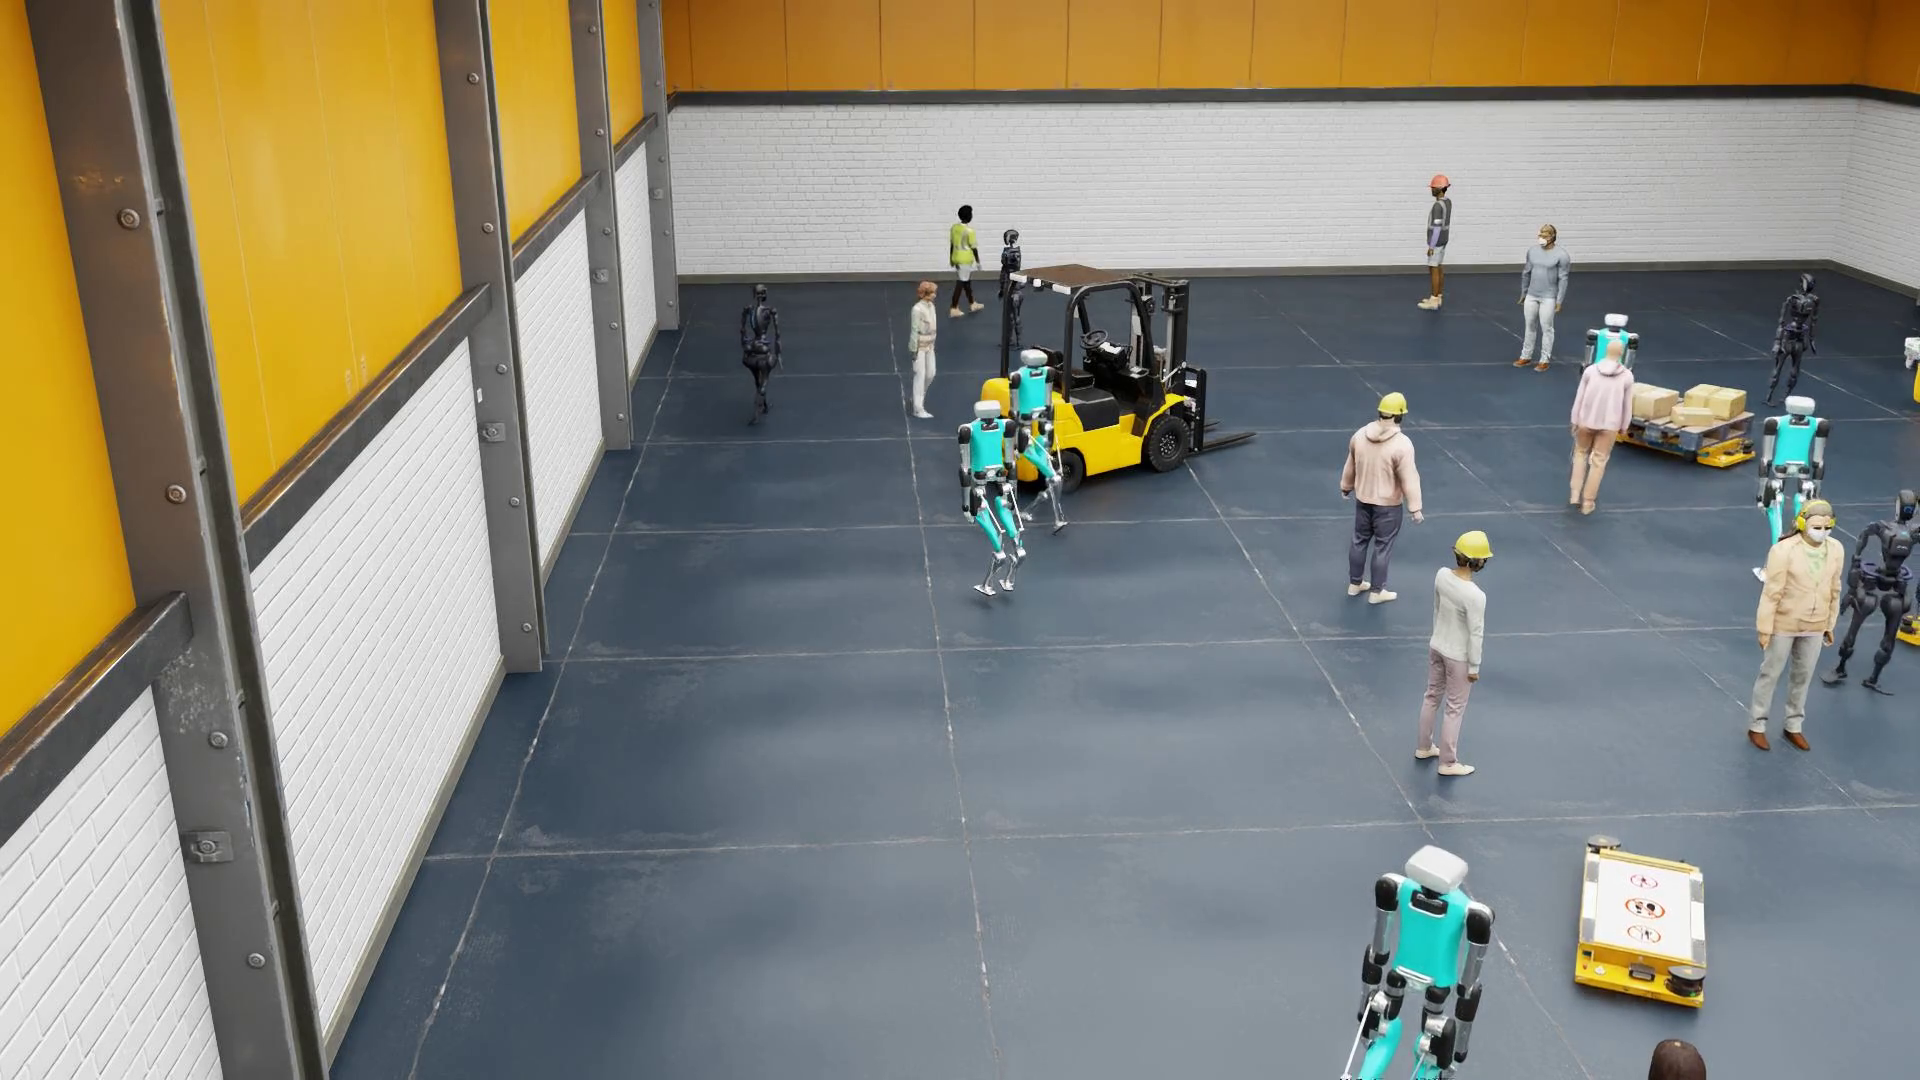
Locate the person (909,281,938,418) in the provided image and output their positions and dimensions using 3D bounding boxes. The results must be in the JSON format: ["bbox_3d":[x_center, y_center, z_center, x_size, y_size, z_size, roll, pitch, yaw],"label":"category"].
[{"bbox_3d":[-0.466,-2.294,19.929,0.458,1.609,0.560,10,23,26],"label":"person"}]

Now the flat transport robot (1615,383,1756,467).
[{"bbox_3d":[8.085,-1.115,18.665,0.659,0.231,1.431,-14,25,-34],"label":"flat transport robot"}]

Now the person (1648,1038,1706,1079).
[{"bbox_3d":[2.595,2.659,6.203,0.474,1.769,0.359,-3,20,-8],"label":"person"}]

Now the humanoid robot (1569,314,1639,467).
[{"bbox_3d":[6.906,-1.576,17.908,0.552,1.850,0.773,6,21,16],"label":"humanoid robot"}]

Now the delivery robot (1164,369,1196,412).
[{"bbox_3d":[2.479,-1.755,19.980,0.765,0.585,0.499,6,21,15],"label":"delivery robot"}]

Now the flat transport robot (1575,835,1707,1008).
[{"bbox_3d":[3.956,2.189,9.662,0.659,0.231,1.431,8,22,20],"label":"flat transport robot"}]

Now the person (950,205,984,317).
[{"bbox_3d":[0.148,-4.210,25.059,0.795,1.657,0.545,-13,24,-32],"label":"person"}]

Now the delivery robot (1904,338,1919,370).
[{"bbox_3d":[12.947,-2.490,22.021,0.784,0.613,0.522,-1,20,-3],"label":"delivery robot"}]

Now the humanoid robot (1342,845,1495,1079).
[{"bbox_3d":[1.964,2.238,7.388,0.544,1.732,1.006,14,24,33],"label":"humanoid robot"}]

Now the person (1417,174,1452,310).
[{"bbox_3d":[7.282,-4.568,25.504,0.389,2.040,0.613,11,23,28],"label":"person"}]

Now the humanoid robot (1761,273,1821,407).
[{"bbox_3d":[10.125,-2.429,20.204,0.598,1.649,0.338,-6,21,-16],"label":"humanoid robot"}]

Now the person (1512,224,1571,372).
[{"bbox_3d":[7.669,-3.194,21.908,0.356,1.938,0.631,-16,25,-36],"label":"person"}]

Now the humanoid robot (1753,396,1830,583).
[{"bbox_3d":[7.193,-0.309,14.348,0.545,1.758,0.855,4,21,11],"label":"humanoid robot"}]

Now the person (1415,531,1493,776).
[{"bbox_3d":[3.403,0.767,11.380,0.327,1.759,0.518,-7,21,-18],"label":"person"}]

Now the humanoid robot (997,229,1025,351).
[{"bbox_3d":[0.717,-3.465,23.004,0.315,1.657,0.599,-8,22,-20],"label":"humanoid robot"}]

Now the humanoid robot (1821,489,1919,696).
[{"bbox_3d":[6.974,0.385,12.546,0.590,1.648,0.380,5,21,13],"label":"humanoid robot"}]

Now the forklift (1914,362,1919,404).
[{"bbox_3d":[12.602,-2.435,19.475,2.313,2.155,1.214,-1,20,-4],"label":"forklift"}]

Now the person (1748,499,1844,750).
[{"bbox_3d":[5.878,0.588,11.718,0.564,1.869,0.392,-1,20,-4],"label":"person"}]

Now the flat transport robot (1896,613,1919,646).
[{"bbox_3d":[8.336,0.861,13.282,0.659,0.231,1.431,-13,24,-31],"label":"flat transport robot"}]

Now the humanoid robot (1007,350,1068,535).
[{"bbox_3d":[0.867,-0.896,15.998,0.530,1.779,1.003,-14,24,-34],"label":"humanoid robot"}]

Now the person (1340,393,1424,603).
[{"bbox_3d":[3.598,-0.355,14.298,0.437,1.856,0.814,-17,26,-38],"label":"person"}]

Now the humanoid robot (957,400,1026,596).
[{"bbox_3d":[0.326,-0.315,14.161,0.533,1.677,0.735,-8,22,-22],"label":"humanoid robot"}]

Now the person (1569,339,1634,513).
[{"bbox_3d":[6.381,-1.141,16.561,0.549,1.766,0.554,10,22,26],"label":"person"}]

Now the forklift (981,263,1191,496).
[{"bbox_3d":[1.315,-1.764,17.646,2.313,2.155,1.214,-14,24,-33],"label":"forklift"}]

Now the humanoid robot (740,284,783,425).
[{"bbox_3d":[-2.358,-2.225,19.706,0.589,1.619,0.778,9,22,24],"label":"humanoid robot"}]
